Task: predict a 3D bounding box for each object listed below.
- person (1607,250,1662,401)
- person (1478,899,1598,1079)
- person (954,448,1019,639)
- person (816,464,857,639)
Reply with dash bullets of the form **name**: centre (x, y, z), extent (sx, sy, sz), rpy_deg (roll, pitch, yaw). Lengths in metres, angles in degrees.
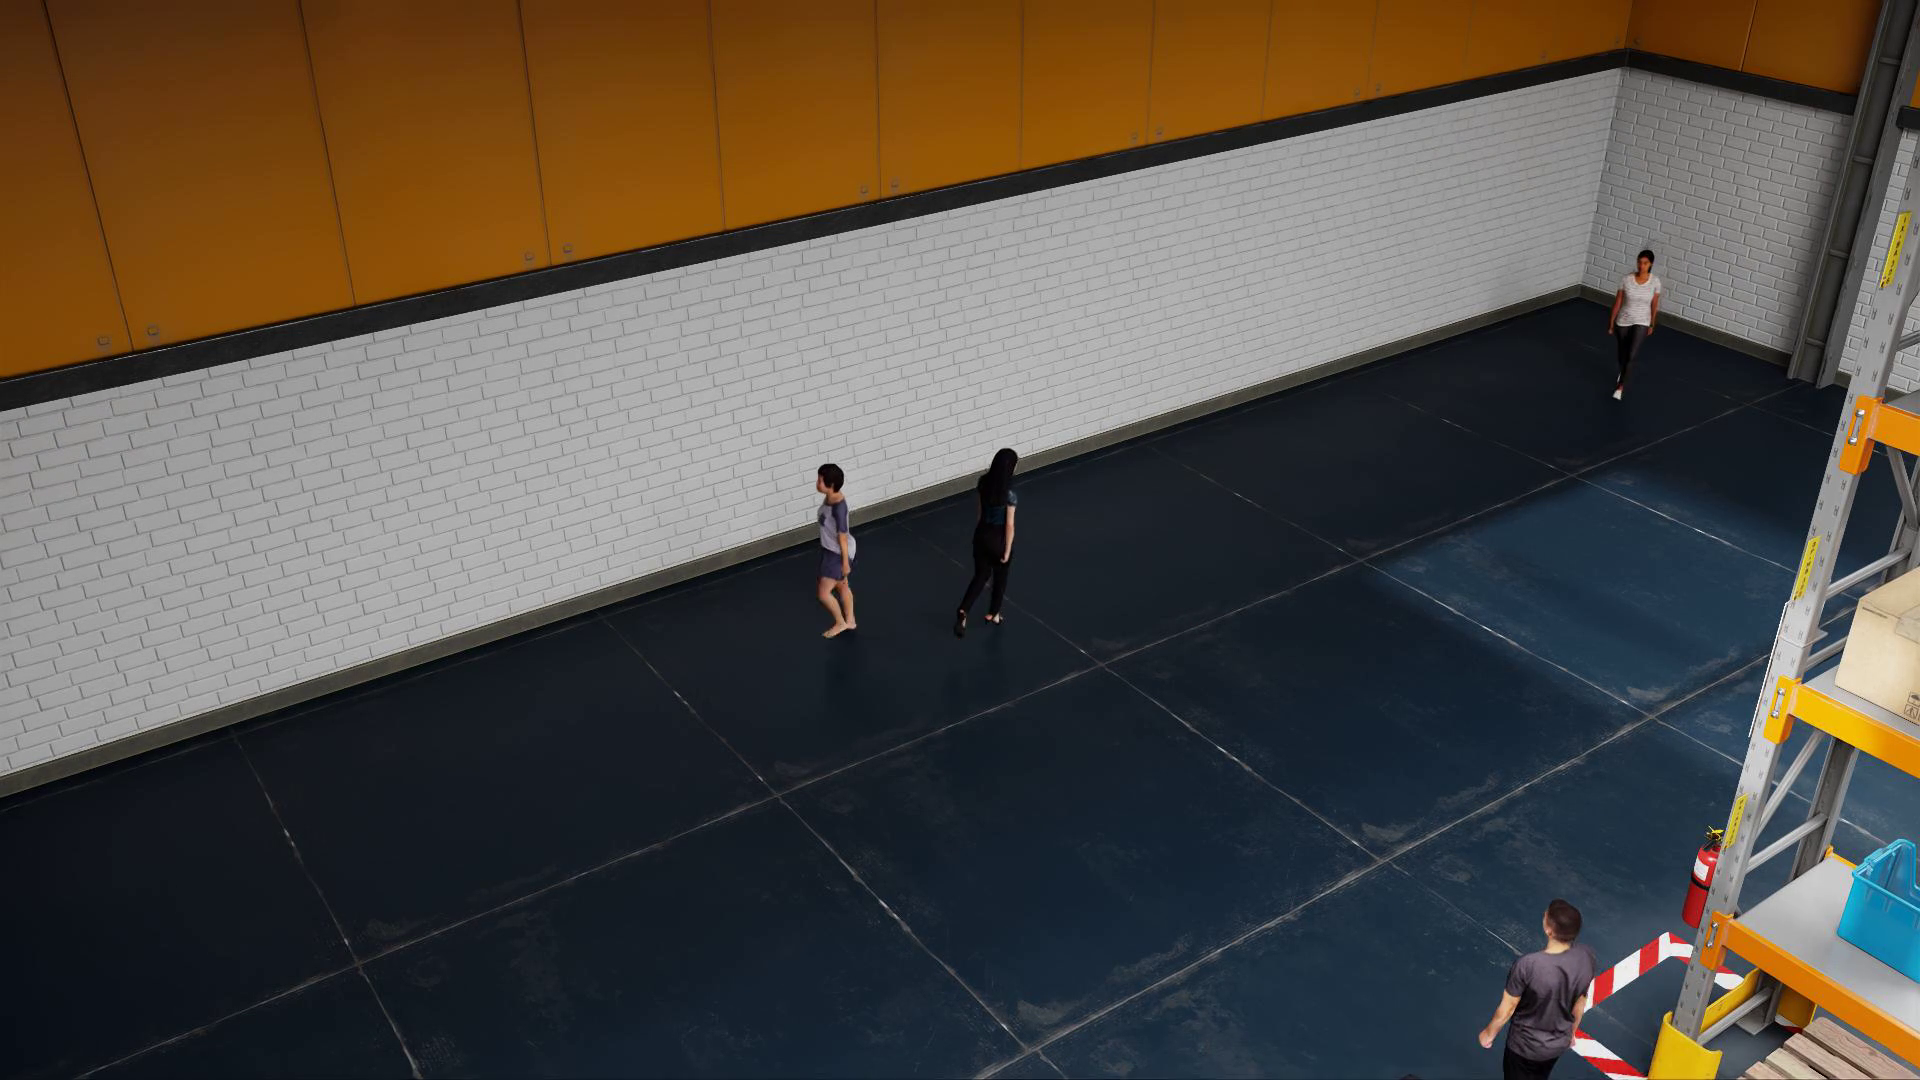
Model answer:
- **person**: centre (7.257, -2.354, 17.919), extent (1.103, 1.601, 0.957), rpy_deg (15, 32, 25)
- **person**: centre (3.022, 2.621, 8.635), extent (0.734, 1.759, 0.742), rpy_deg (-9, 30, -16)
- **person**: centre (0.218, 0.080, 13.351), extent (0.945, 1.704, 0.848), rpy_deg (18, 33, 29)
- **person**: centre (-0.924, 0.086, 13.501), extent (0.731, 1.549, 0.630), rpy_deg (-6, 29, -11)
